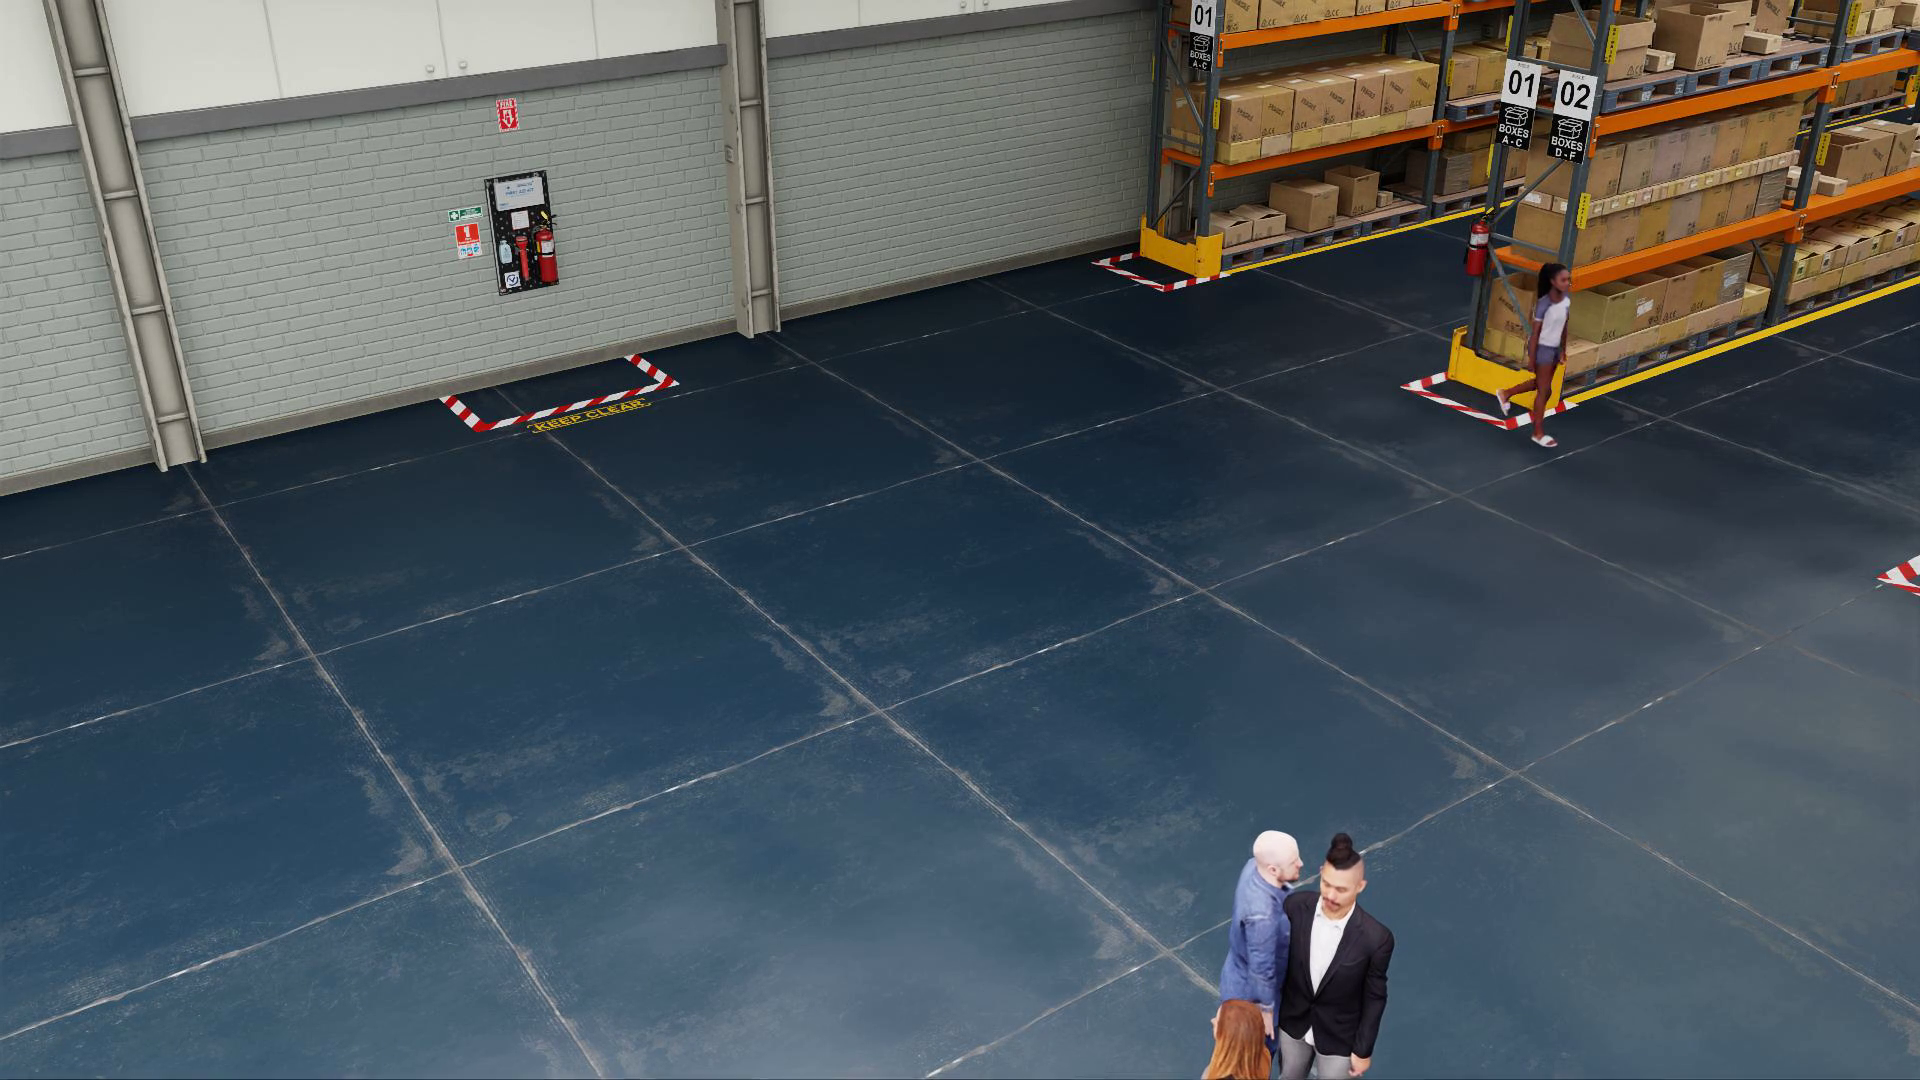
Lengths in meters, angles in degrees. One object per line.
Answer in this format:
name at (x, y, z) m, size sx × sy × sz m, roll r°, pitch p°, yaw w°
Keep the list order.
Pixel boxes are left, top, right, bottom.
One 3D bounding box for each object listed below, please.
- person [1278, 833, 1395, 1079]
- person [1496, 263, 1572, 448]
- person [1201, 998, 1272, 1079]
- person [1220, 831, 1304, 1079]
person at (1.642, 2.133, 7.515) m, size 0.775 × 1.957 × 0.722 m, roll 18°, pitch 33°, yaw 32°
person at (5.313, -1.740, 15.315) m, size 0.930 × 1.701 × 0.714 m, roll -20°, pitch 33°, yaw -34°
person at (1.109, 2.579, 6.925) m, size 0.731 × 1.704 × 0.631 m, roll 10°, pitch 29°, yaw 19°
person at (1.387, 2.104, 7.716) m, size 0.822 × 1.825 × 0.796 m, roll 2°, pitch 27°, yaw 3°
